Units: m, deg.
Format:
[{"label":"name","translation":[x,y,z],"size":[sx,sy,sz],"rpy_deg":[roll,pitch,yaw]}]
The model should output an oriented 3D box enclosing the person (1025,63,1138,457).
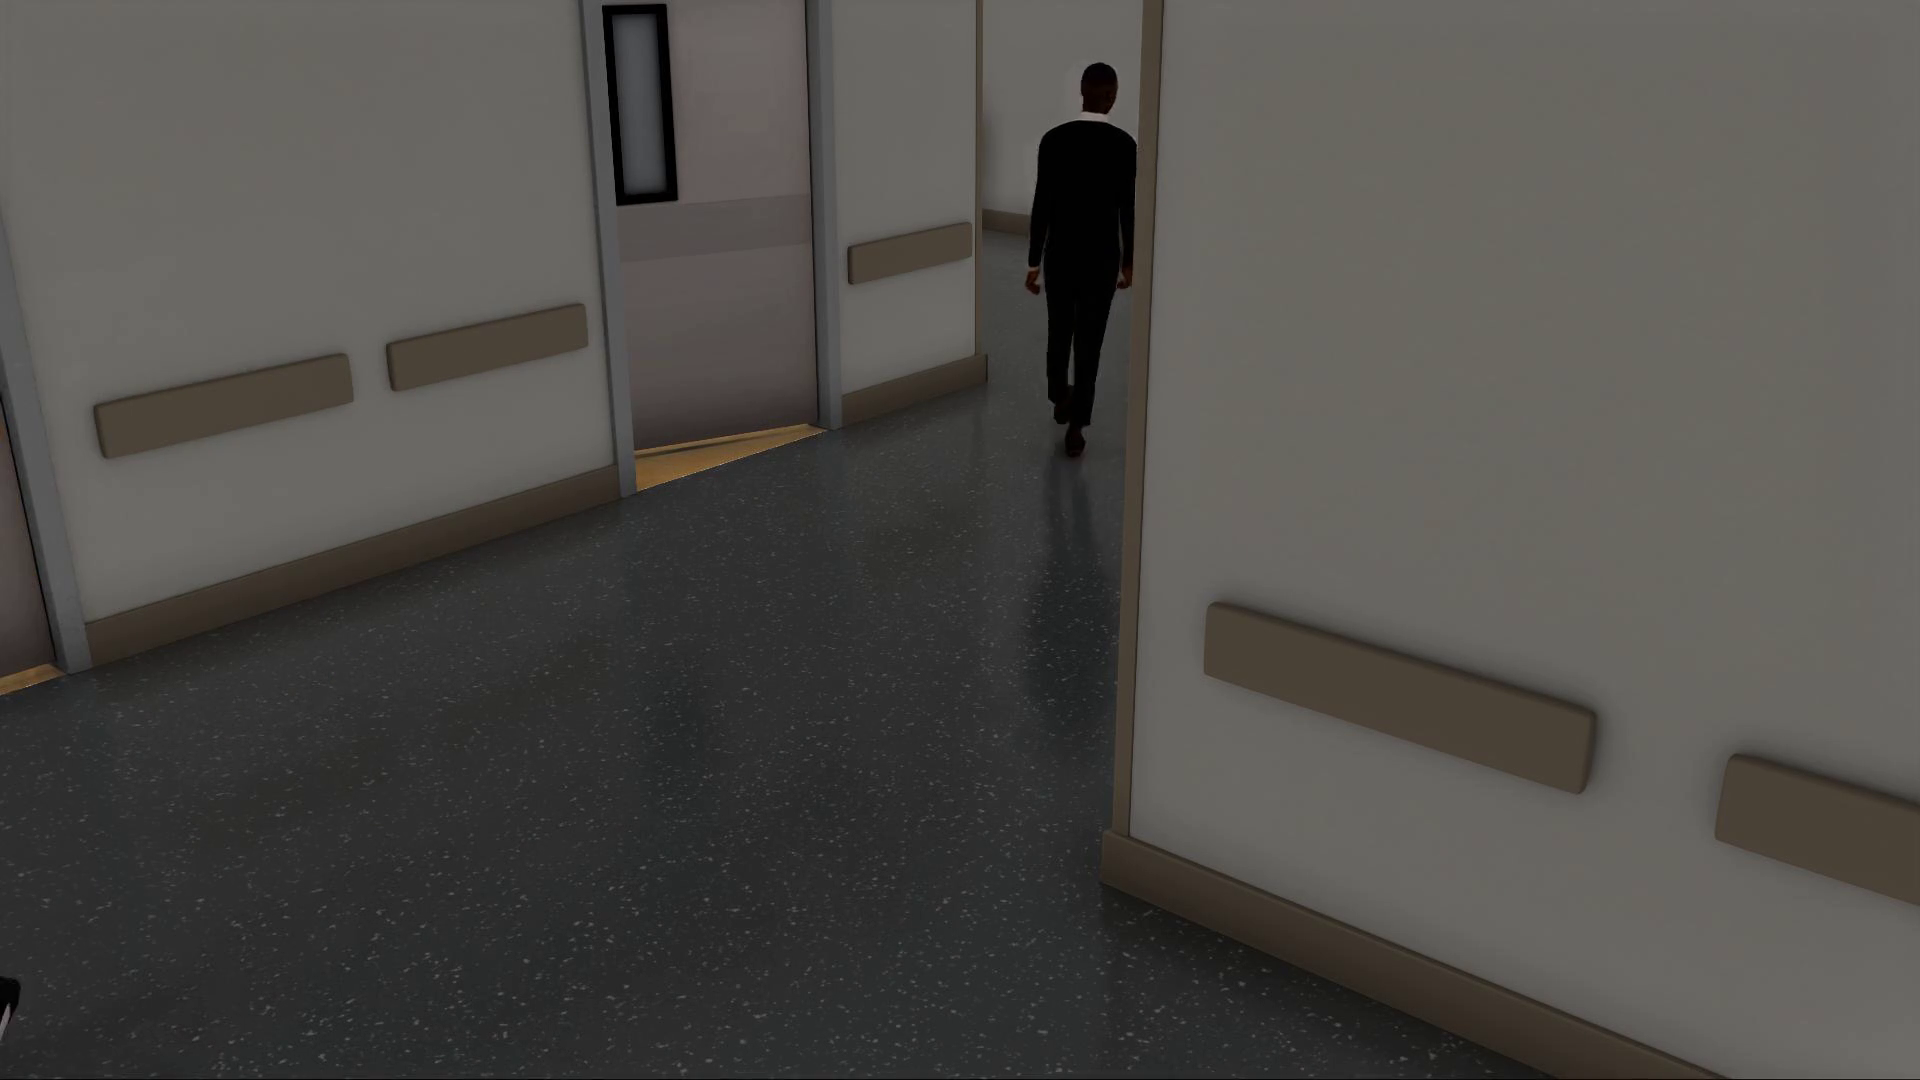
[{"label":"person","translation":[0.568,-1.281,7.763],"size":[0.946,1.791,1.087],"rpy_deg":[3,21,8]}]
